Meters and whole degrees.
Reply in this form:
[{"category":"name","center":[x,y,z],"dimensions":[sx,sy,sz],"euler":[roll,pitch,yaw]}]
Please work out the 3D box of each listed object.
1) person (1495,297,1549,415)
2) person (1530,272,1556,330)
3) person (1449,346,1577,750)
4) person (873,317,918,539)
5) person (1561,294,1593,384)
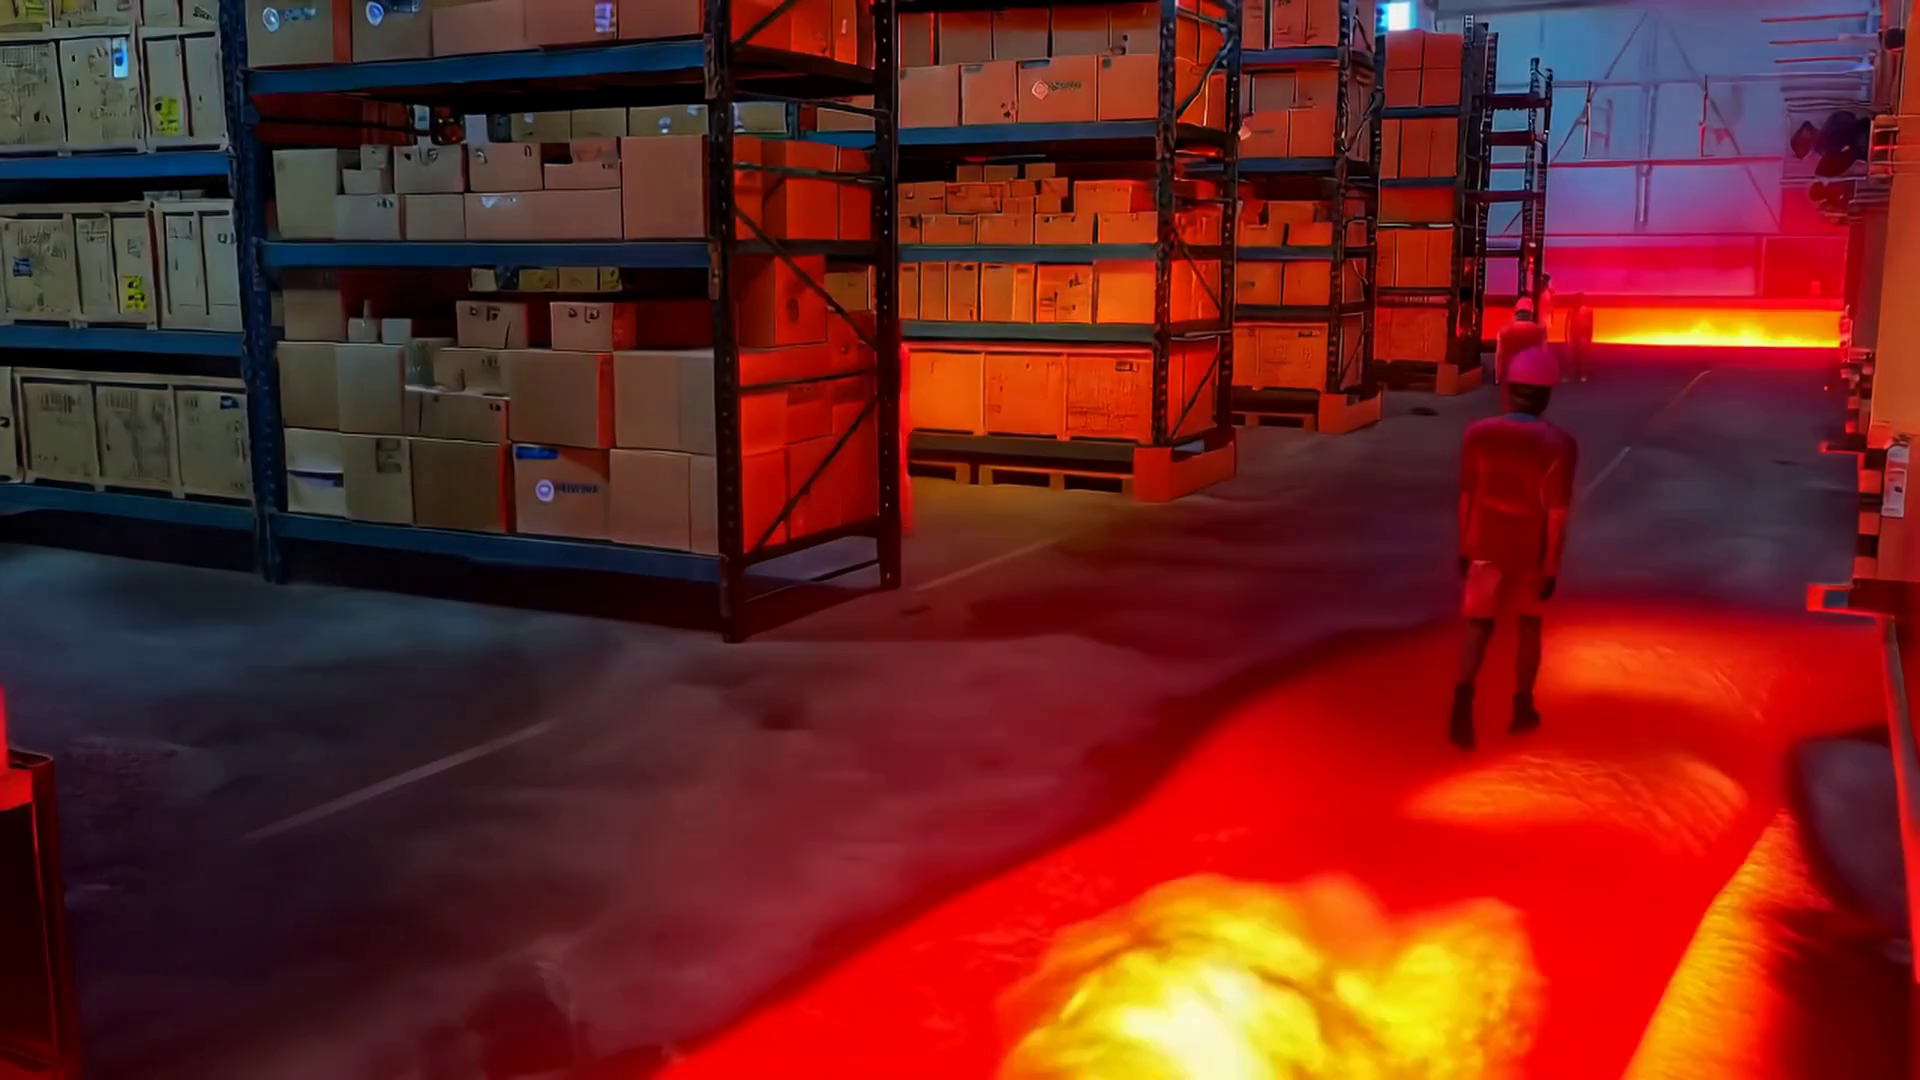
[{"category":"person","center":[6.427,-1.860,19.044],"dimensions":[0.586,1.833,0.403],"euler":[4,10,20]},{"category":"person","center":[12.883,-4.952,36.737],"dimensions":[0.557,1.897,0.897],"euler":[1,10,4]},{"category":"person","center":[2.583,0.044,7.833],"dimensions":[0.544,1.906,0.847],"euler":[6,12,32]},{"category":"person","center":[-0.658,-0.912,13.607],"dimensions":[0.716,1.807,0.751],"euler":[1,10,7]},{"category":"person","center":[11.139,-3.622,29.915],"dimensions":[0.519,1.602,0.843],"euler":[8,13,39]}]
